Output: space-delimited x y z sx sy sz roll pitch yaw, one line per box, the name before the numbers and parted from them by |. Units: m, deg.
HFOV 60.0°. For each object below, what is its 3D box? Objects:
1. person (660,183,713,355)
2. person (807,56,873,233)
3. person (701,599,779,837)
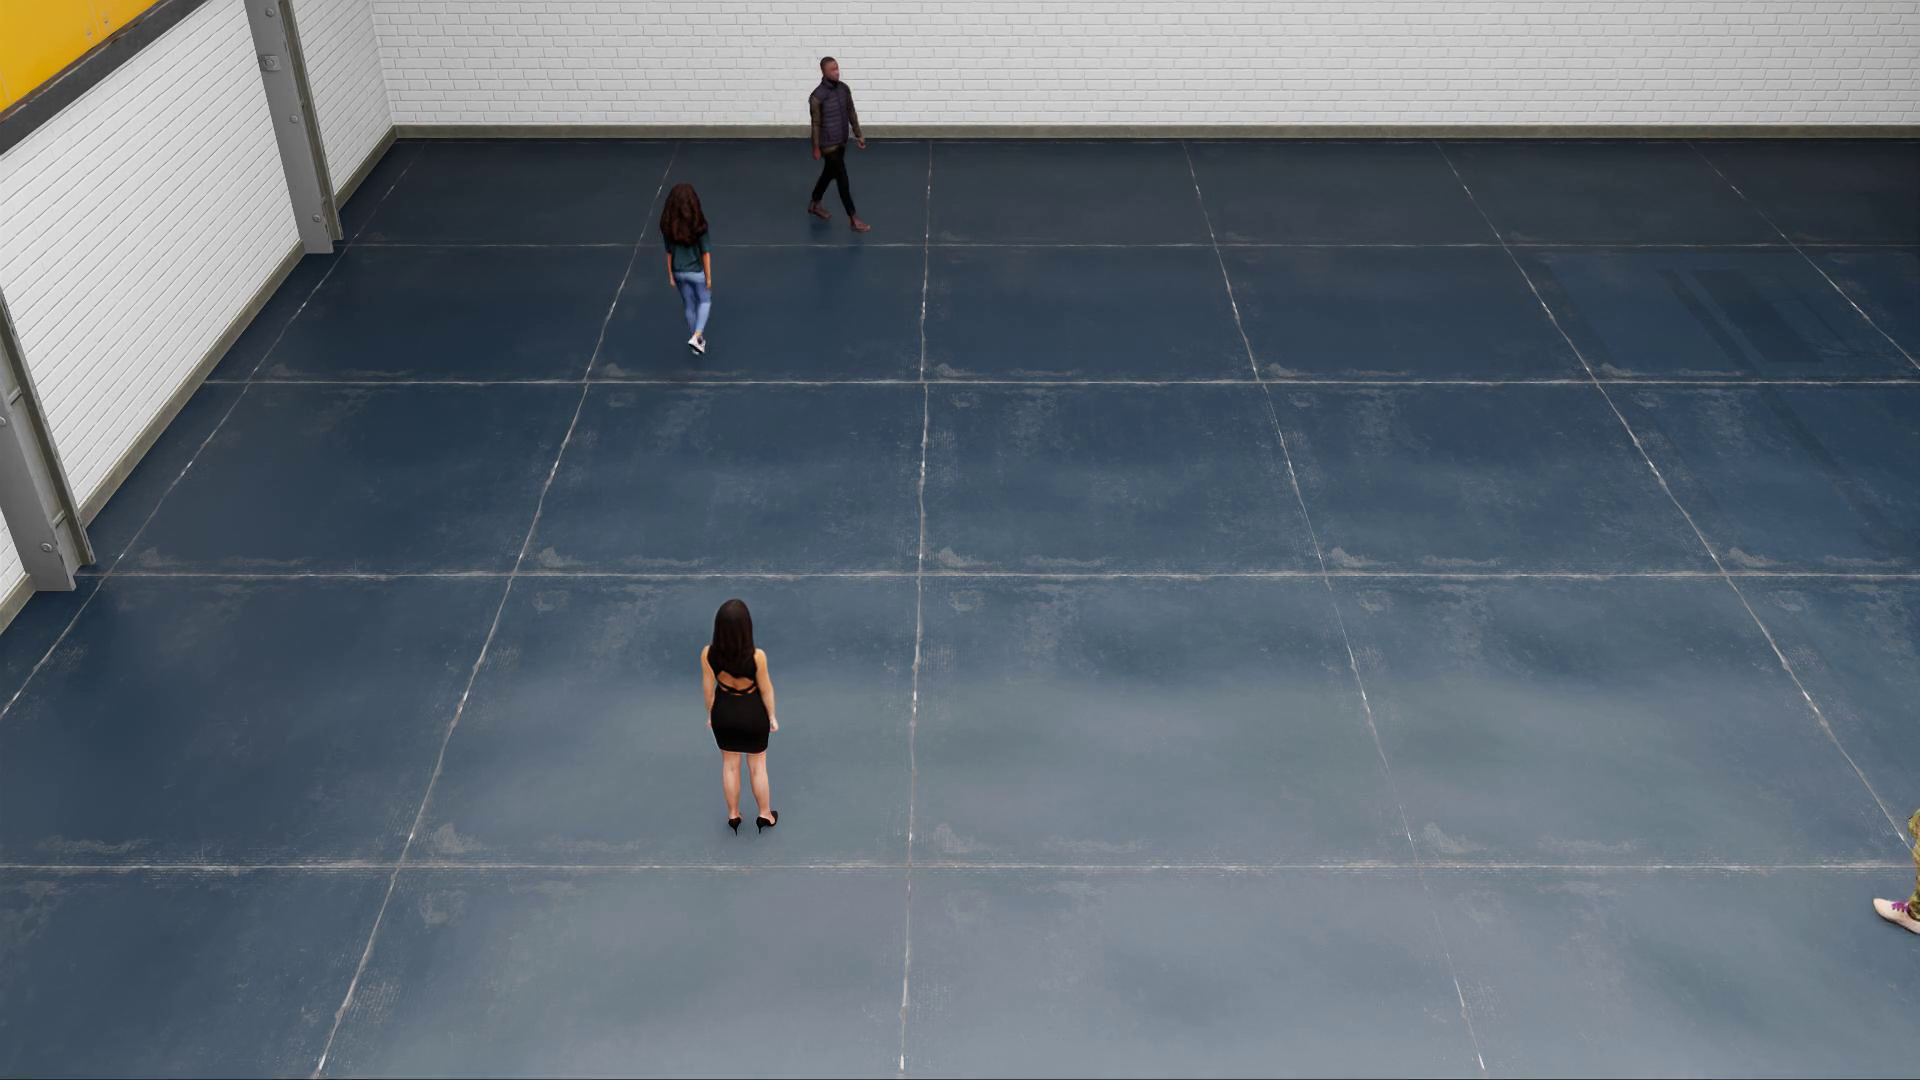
person | -2.416 -2.346 14.735 0.611 1.606 0.766 3 34 4
person | -1.369 -4.109 17.215 1.187 1.795 1.219 22 39 29
person | -1.268 1.041 9.600 0.585 1.649 0.499 3 34 4
